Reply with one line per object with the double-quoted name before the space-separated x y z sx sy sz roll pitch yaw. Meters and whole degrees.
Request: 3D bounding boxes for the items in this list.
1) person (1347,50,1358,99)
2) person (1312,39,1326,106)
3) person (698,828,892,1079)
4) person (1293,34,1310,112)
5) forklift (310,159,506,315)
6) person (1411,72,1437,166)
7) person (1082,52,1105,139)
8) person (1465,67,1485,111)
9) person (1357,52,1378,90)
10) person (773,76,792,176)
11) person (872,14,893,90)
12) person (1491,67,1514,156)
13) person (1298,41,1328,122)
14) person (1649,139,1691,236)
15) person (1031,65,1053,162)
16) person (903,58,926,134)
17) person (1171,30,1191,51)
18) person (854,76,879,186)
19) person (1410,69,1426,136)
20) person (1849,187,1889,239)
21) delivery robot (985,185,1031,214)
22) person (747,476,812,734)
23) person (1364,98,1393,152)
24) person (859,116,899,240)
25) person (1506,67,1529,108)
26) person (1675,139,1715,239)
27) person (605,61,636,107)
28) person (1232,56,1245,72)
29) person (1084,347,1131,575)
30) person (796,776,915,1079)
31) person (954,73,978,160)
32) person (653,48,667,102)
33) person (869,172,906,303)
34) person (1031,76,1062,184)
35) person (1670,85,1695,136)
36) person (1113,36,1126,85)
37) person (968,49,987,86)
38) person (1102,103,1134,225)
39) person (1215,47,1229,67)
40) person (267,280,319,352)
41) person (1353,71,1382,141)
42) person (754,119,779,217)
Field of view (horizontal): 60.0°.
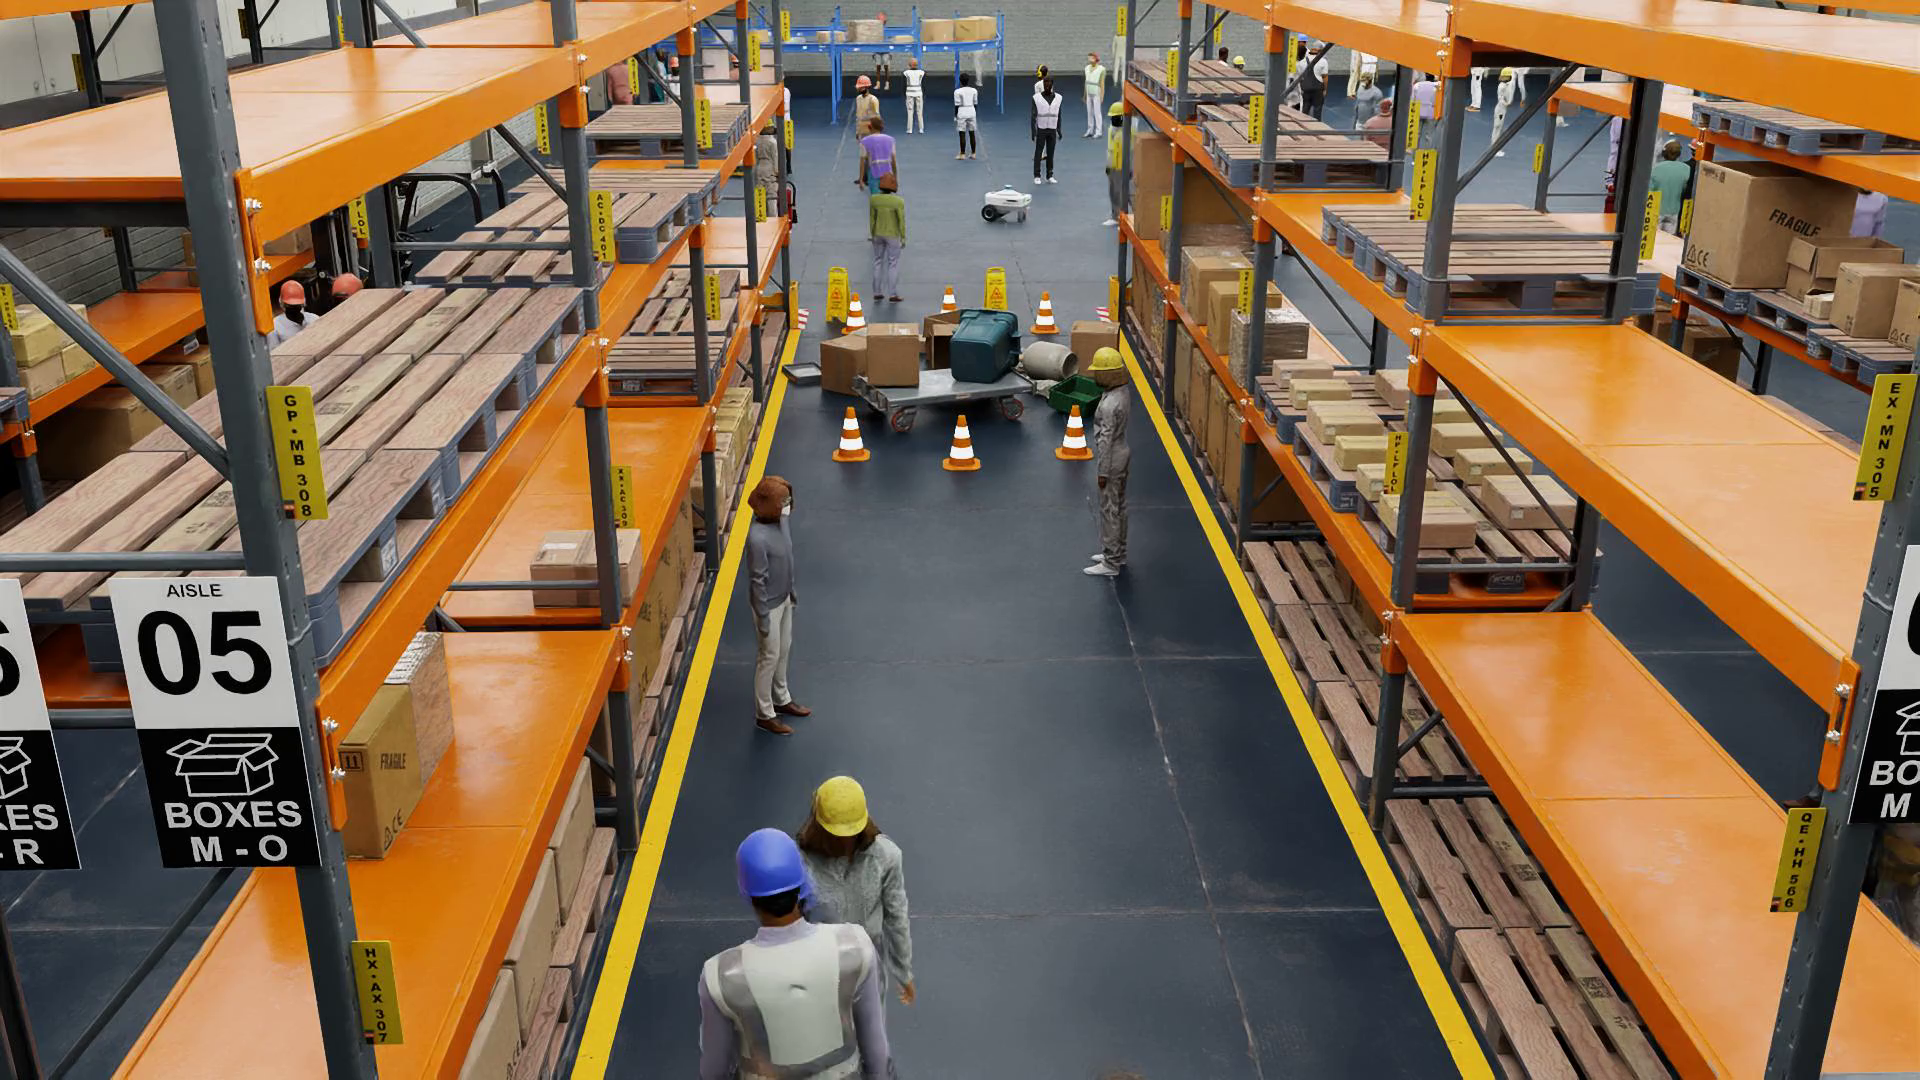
"person" 10.493 -12.540 44.079 0.281 1.627 0.508 15 25 34
"person" 9.158 -12.049 42.343 0.375 1.939 0.546 11 24 27
"person" -0.565 1.847 5.629 0.621 1.922 0.545 -7 22 -19
"person" 8.194 -11.192 40.065 0.385 1.948 0.603 -6 22 -17
"forklift" -5.622 -2.910 17.832 2.313 2.155 1.214 -1 21 -1
"person" 9.025 -8.230 32.270 0.589 1.924 0.384 12 24 29
"person" 2.942 -9.709 36.305 0.395 1.836 0.579 -16 26 -36
"person" 12.821 -11.603 41.260 0.355 1.876 0.574 1 21 1
"person" 10.013 -11.453 40.899 0.575 1.841 0.375 -6 22 -17
"person" -3.375 -7.814 31.155 0.364 1.933 0.552 6 22 16
"person" -2.155 -13.506 46.047 0.609 2.044 0.394 6 22 16
"person" 10.989 -8.674 33.695 0.294 1.744 0.484 8 22 21
"person" 7.828 -9.969 36.704 0.674 2.000 0.535 16 26 36
"person" 9.162 -4.234 21.685 0.636 1.938 0.358 0 21 -1
"person" 1.635 -8.449 32.948 0.327 1.861 0.499 17 27 38
"person" -1.019 -9.881 37.032 0.523 1.636 0.309 -4 21 -9
"person" 5.440 -11.545 40.860 0.607 2.048 0.370 -12 24 -29
"person" -1.701 -7.382 30.010 0.373 1.934 0.551 -19 28 -41
"person" 10.038 -9.796 36.507 0.337 1.856 0.531 17 26 37
"person" 10.579 -3.448 19.645 0.639 1.910 0.655 2 21 5
"delivery robot" 0.773 -5.439 26.667 0.707 0.478 0.477 8 22 21
"person" -1.102 0.381 9.929 0.299 1.622 0.504 5 21 13
"person" 6.784 -6.108 26.694 0.638 1.904 0.402 6 22 16
"person" -1.247 -5.474 25.180 0.625 1.798 0.674 -12 24 -29
"person" 14.111 -11.866 41.993 0.584 1.857 0.892 17 26 38
"person" 9.514 -4.265 21.691 0.397 1.992 0.623 -3 21 -8
"person" -7.314 -9.575 35.934 0.645 1.843 1.050 -6 21 -15
"person" 5.981 -9.559 36.003 0.312 1.768 0.529 -5 21 -14
"person" 1.091 -0.580 12.322 0.322 1.734 0.488 7 22 17
"person" -0.433 1.668 6.388 0.486 1.727 0.401 -9 23 -23
"person" 0.111 -8.419 33.083 0.534 1.698 0.322 -11 24 -27
"person" -6.672 -10.052 37.196 0.328 1.842 0.515 -6 22 -15
"person" -0.918 -3.824 21.043 0.502 1.625 0.288 10 23 24
"person" 1.563 -7.440 30.196 0.597 1.913 0.371 -7 22 -18
"person" 16.012 -9.864 36.849 0.536 1.728 0.849 14 25 32
"person" 4.600 -13.834 47.491 0.508 1.630 0.274 7 22 18
"person" 0.449 -13.853 47.408 0.517 1.710 0.762 -11 23 -27
"person" 2.529 -5.900 26.134 0.557 1.912 0.595 -10 23 -25
"person" 5.707 -9.886 36.678 0.411 1.906 0.600 -9 23 -22
"person" -5.702 -1.391 14.436 0.339 1.747 0.564 13 24 31
"person" 7.560 -7.733 30.955 0.367 1.928 0.638 -11 23 -27
"person" -2.984 -5.691 25.811 0.488 1.744 0.296 13 24 30
